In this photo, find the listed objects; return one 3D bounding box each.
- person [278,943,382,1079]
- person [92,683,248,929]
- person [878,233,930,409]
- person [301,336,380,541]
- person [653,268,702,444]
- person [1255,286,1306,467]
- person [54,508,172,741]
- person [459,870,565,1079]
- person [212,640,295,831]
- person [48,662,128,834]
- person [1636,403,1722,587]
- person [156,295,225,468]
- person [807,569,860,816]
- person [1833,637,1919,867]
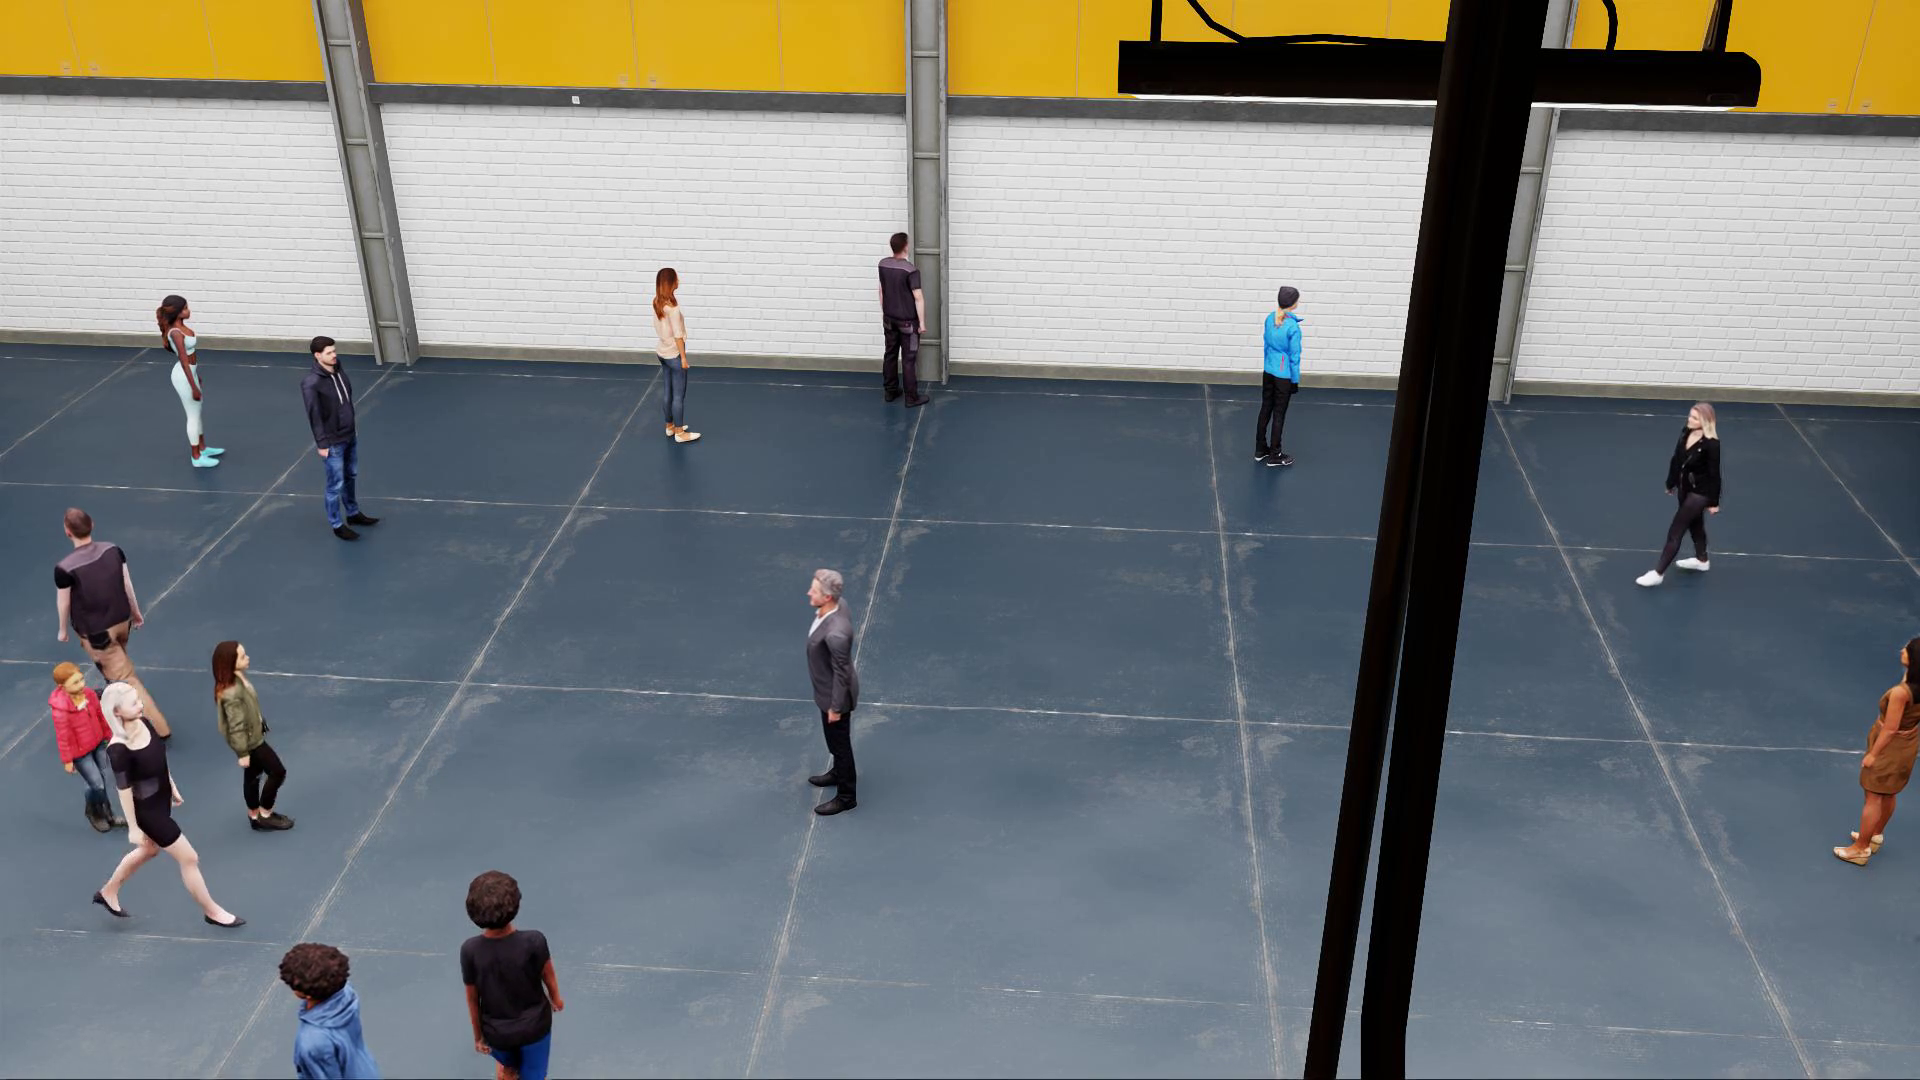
[{"bbox_3d":[-3.013,2.688,8.157,0.583,1.811,0.686,0,29,-1],"label":"person"},{"bbox_3d":[-4.992,1.656,10.068,1.198,1.793,0.729,-3,29,-5],"label":"person"},{"bbox_3d":[-0.609,-2.294,17.256,0.752,1.846,0.876,21,35,33],"label":"person"},{"bbox_3d":[-5.524,-0.929,14.703,0.624,1.892,0.714,7,29,13],"label":"person"},{"bbox_3d":[-2.858,-1.839,16.477,0.714,1.792,0.667,-19,34,-31],"label":"person"},{"bbox_3d":[3.065,-1.583,15.998,0.715,1.801,0.693,-16,32,-27],"label":"person"},{"bbox_3d":[-6.068,0.650,11.909,1.294,1.796,0.944,12,31,21],"label":"person"},{"bbox_3d":[-2.271,2.522,8.494,0.661,1.780,0.727,-4,29,-7],"label":"person"},{"bbox_3d":[-4.782,1.326,11.011,0.694,1.470,0.690,-9,30,-16],"label":"person"},{"bbox_3d":[-5.875,1.376,11.086,0.558,1.310,0.568,9,30,15],"label":"person"},{"bbox_3d":[6.214,-0.384,13.966,1.088,1.641,0.832,-6,29,-11],"label":"person"},{"bbox_3d":[-7.432,-1.535,15.994,0.657,1.720,0.643,-10,30,-18],"label":"person"},{"bbox_3d":[-0.857,0.997,11.225,0.692,1.841,0.762,-4,29,-8],"label":"person"},{"bbox_3d":[6.002,1.358,10.721,0.631,1.690,0.693,-21,35,-34],"label":"person"}]
